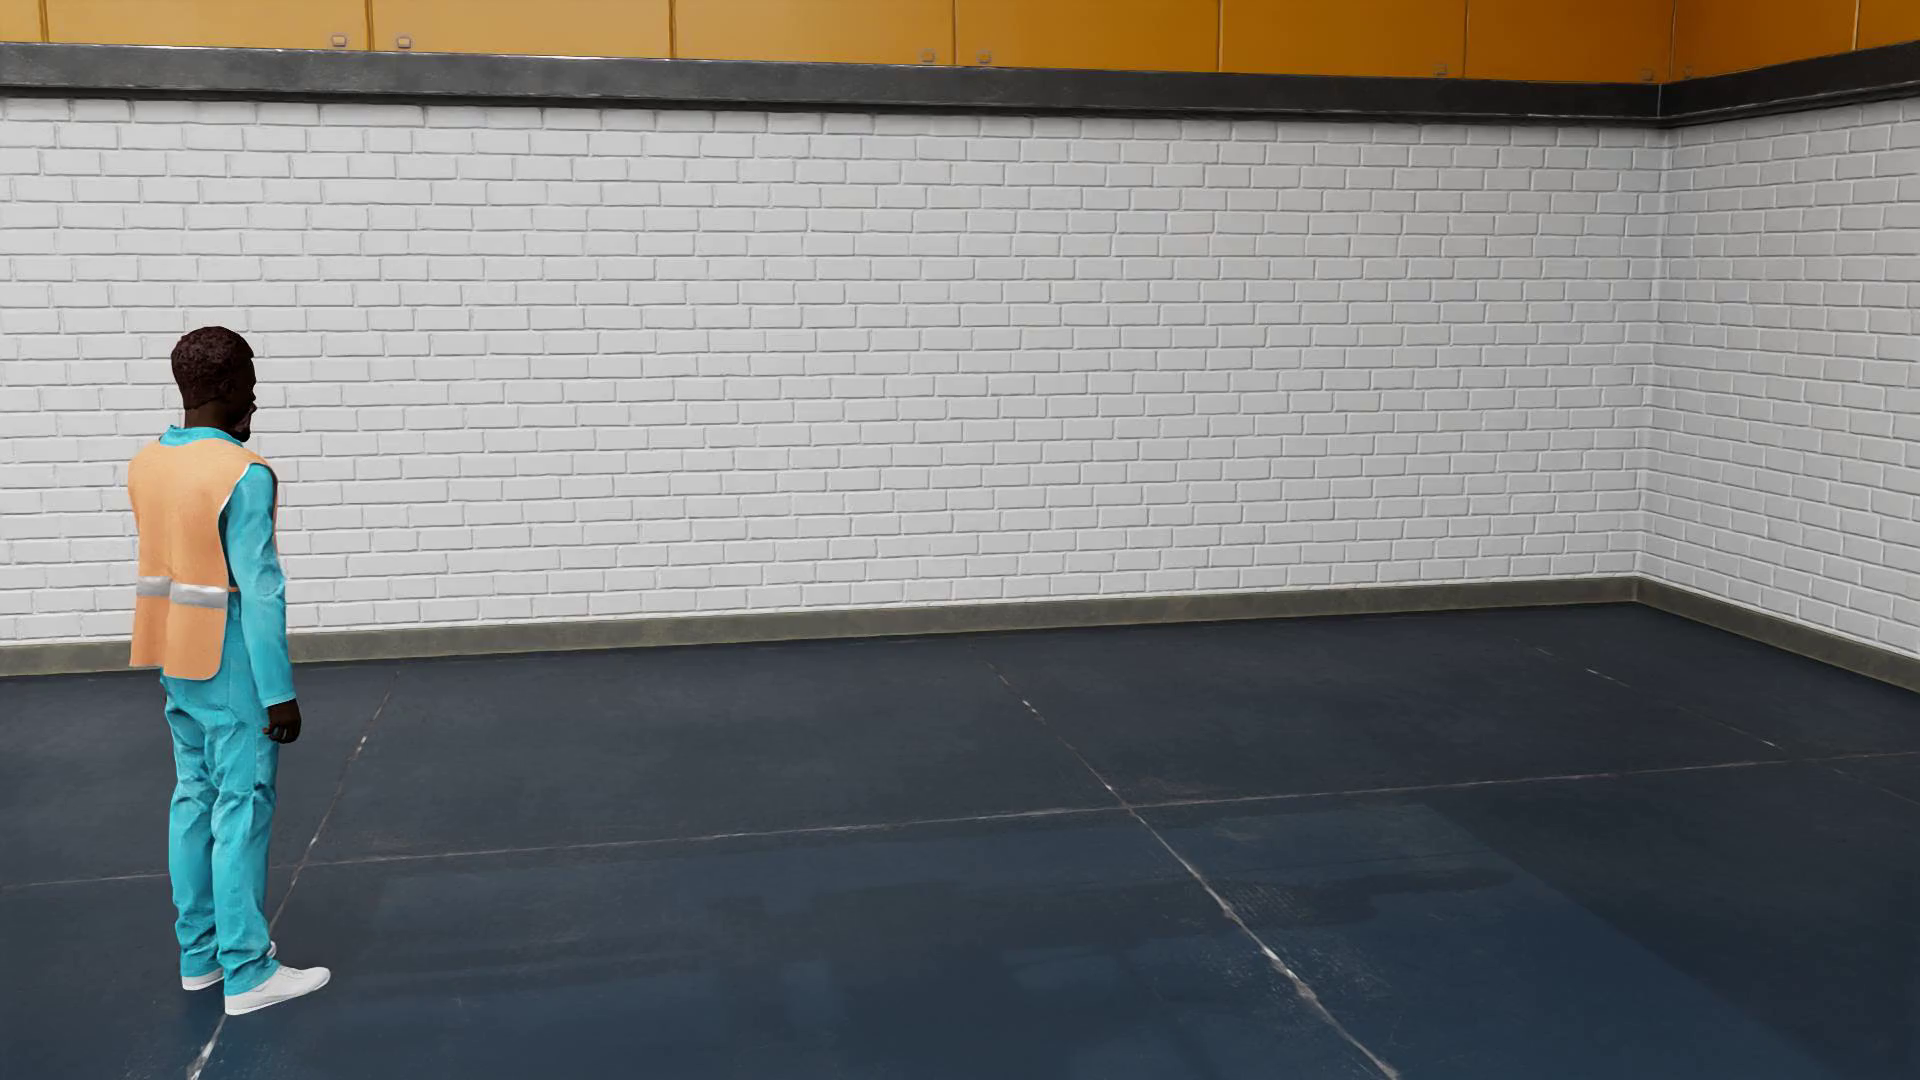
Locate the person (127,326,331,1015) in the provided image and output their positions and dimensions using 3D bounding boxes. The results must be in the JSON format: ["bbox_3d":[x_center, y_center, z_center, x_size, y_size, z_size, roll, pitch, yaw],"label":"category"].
[{"bbox_3d":[-2.075,0.366,4.653,0.587,1.911,0.393,7,11,36],"label":"person"}]
